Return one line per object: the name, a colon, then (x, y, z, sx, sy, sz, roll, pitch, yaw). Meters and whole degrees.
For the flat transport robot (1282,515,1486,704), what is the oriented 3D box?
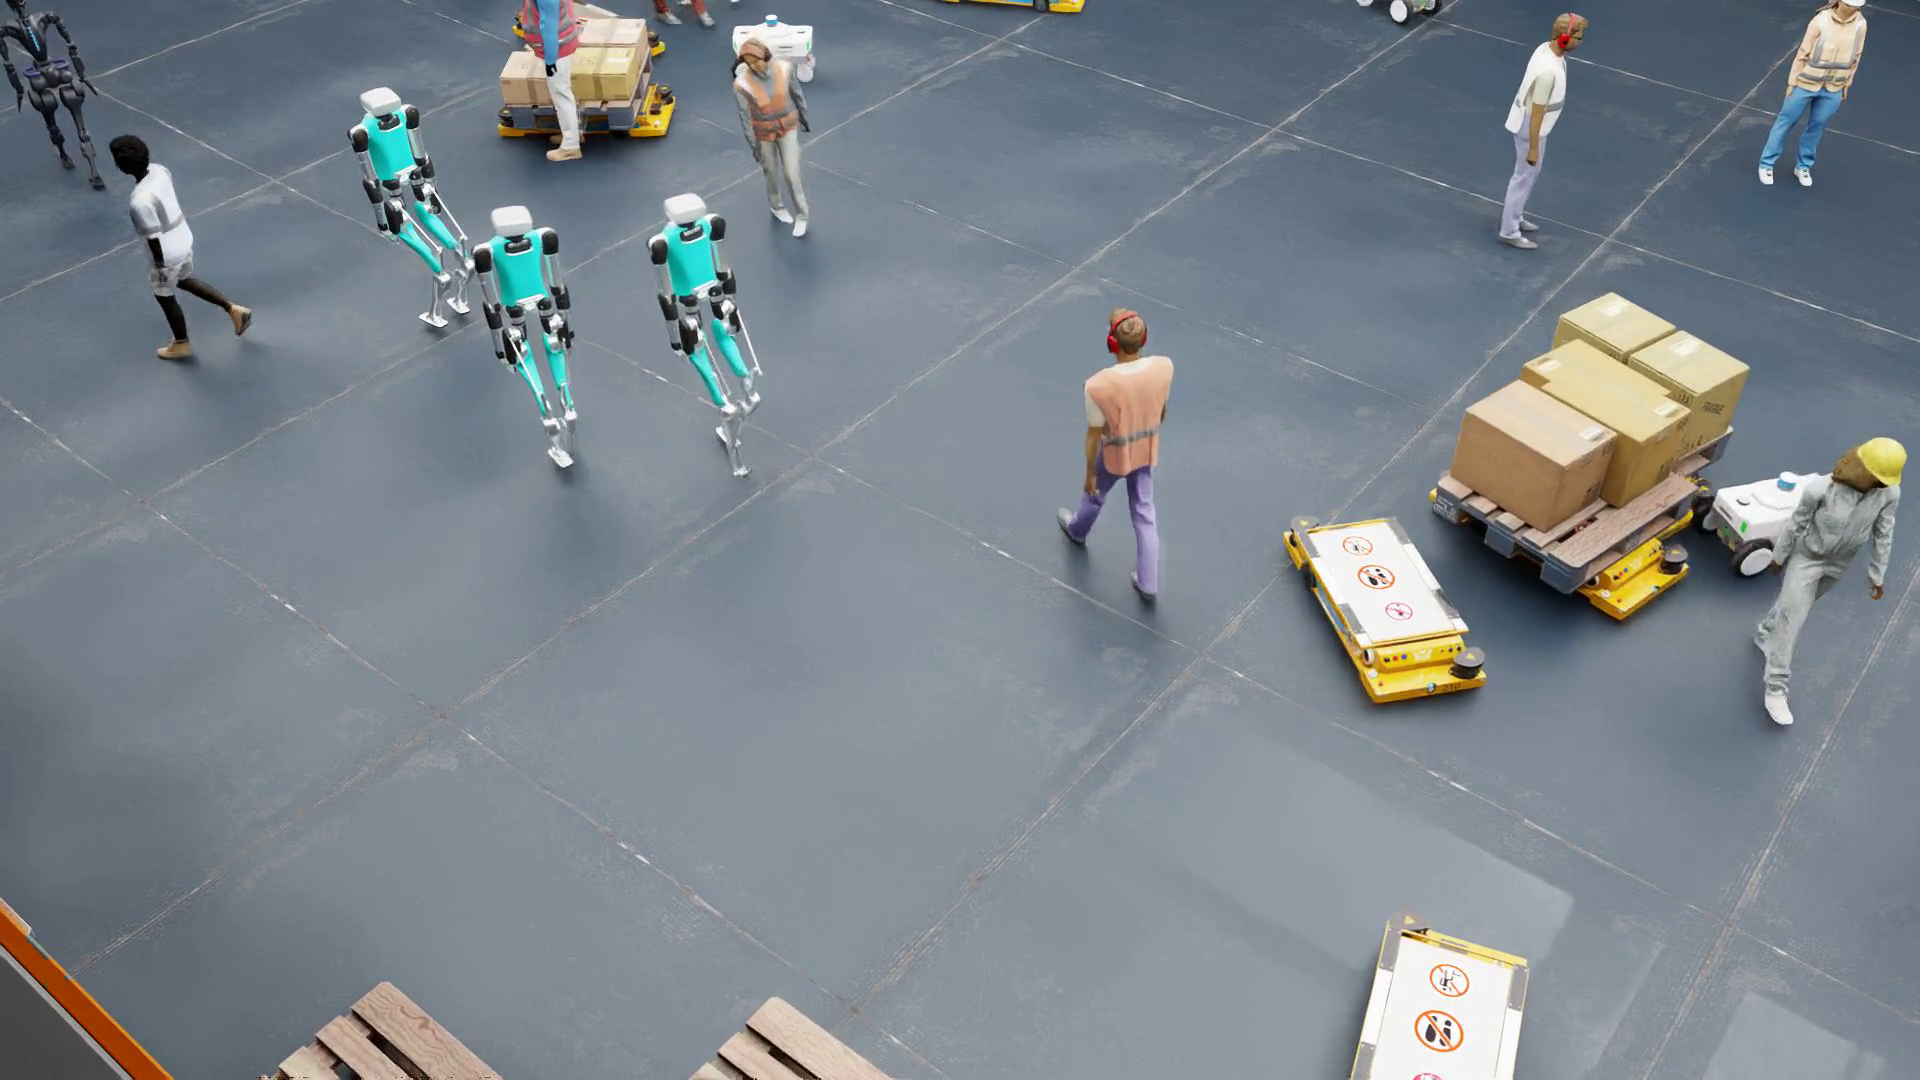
flat transport robot: (2.443, 0.348, 9.668, 0.659, 0.231, 1.431, -8, 41, -9)

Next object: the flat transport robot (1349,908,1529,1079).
flat transport robot: (2.097, 2.307, 7.365, 0.659, 0.231, 1.431, 14, 42, 16)

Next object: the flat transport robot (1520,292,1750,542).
flat transport robot: (4.055, -0.500, 10.666, 0.659, 0.231, 1.431, -24, 46, -26)

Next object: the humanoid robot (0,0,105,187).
humanoid robot: (-7.293, -3.673, 13.345, 0.600, 1.625, 0.776, -24, 46, -26)

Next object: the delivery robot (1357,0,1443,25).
delivery robot: (4.297, -5.407, 16.202, 0.499, 0.574, 0.751, -26, 47, -27)

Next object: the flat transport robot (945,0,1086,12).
flat transport robot: (0.559, -5.524, 16.576, 1.431, 0.231, 0.659, 9, 41, 10)

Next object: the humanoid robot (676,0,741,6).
humanoid robot: (-2.511, -5.891, 15.889, 0.972, 1.755, 0.545, -15, 43, -17)

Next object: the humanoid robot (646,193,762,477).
humanoid robot: (-1.472, -1.192, 10.417, 0.528, 1.866, 0.838, -29, 48, -30)

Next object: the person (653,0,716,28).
person: (-2.695, -5.652, 15.513, 0.756, 1.841, 0.617, 29, 48, 30)

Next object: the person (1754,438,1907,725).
person: (4.594, 0.173, 8.771, 0.489, 1.696, 0.820, -4, 41, -5)

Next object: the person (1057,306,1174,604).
person: (0.922, -0.523, 9.522, 0.572, 1.786, 0.966, -17, 43, -19)

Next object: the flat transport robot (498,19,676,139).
flat transport robot: (-3.241, -3.742, 14.480, 1.431, 0.231, 0.659, 0, 40, 0)

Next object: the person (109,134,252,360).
person: (-5.359, -1.990, 11.321, 0.607, 1.674, 0.537, -2, 40, -2)

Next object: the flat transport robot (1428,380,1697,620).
flat transport robot: (3.646, -0.080, 10.173, 0.659, 0.231, 1.431, -27, 47, -28)

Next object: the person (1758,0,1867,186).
person: (6.833, -3.641, 13.242, 0.487, 1.721, 0.378, 3, 40, 4)

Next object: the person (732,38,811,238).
person: (-1.404, -3.060, 12.648, 0.578, 1.599, 0.609, -10, 41, -12)

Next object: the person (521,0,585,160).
person: (-3.336, -4.035, 13.621, 0.430, 1.834, 0.635, -6, 41, -6)

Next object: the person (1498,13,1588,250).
person: (4.308, -3.062, 12.477, 0.430, 1.833, 0.574, 14, 42, 16)

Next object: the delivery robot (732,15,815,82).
delivery robot: (-1.712, -4.457, 15.114, 0.814, 0.612, 0.499, 0, 40, 0)

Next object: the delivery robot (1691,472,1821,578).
delivery robot: (4.897, -0.146, 10.026, 0.793, 0.590, 0.499, -9, 41, -10)

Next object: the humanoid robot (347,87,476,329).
humanoid robot: (-3.708, -2.258, 11.523, 0.723, 1.695, 0.533, 27, 47, 28)

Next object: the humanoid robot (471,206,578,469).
humanoid robot: (-2.554, -1.120, 10.290, 0.539, 1.820, 0.766, -21, 45, -23)

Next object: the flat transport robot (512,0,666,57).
flat transport robot: (-3.518, -4.776, 15.697, 1.431, 0.231, 0.659, 27, 47, 28)
